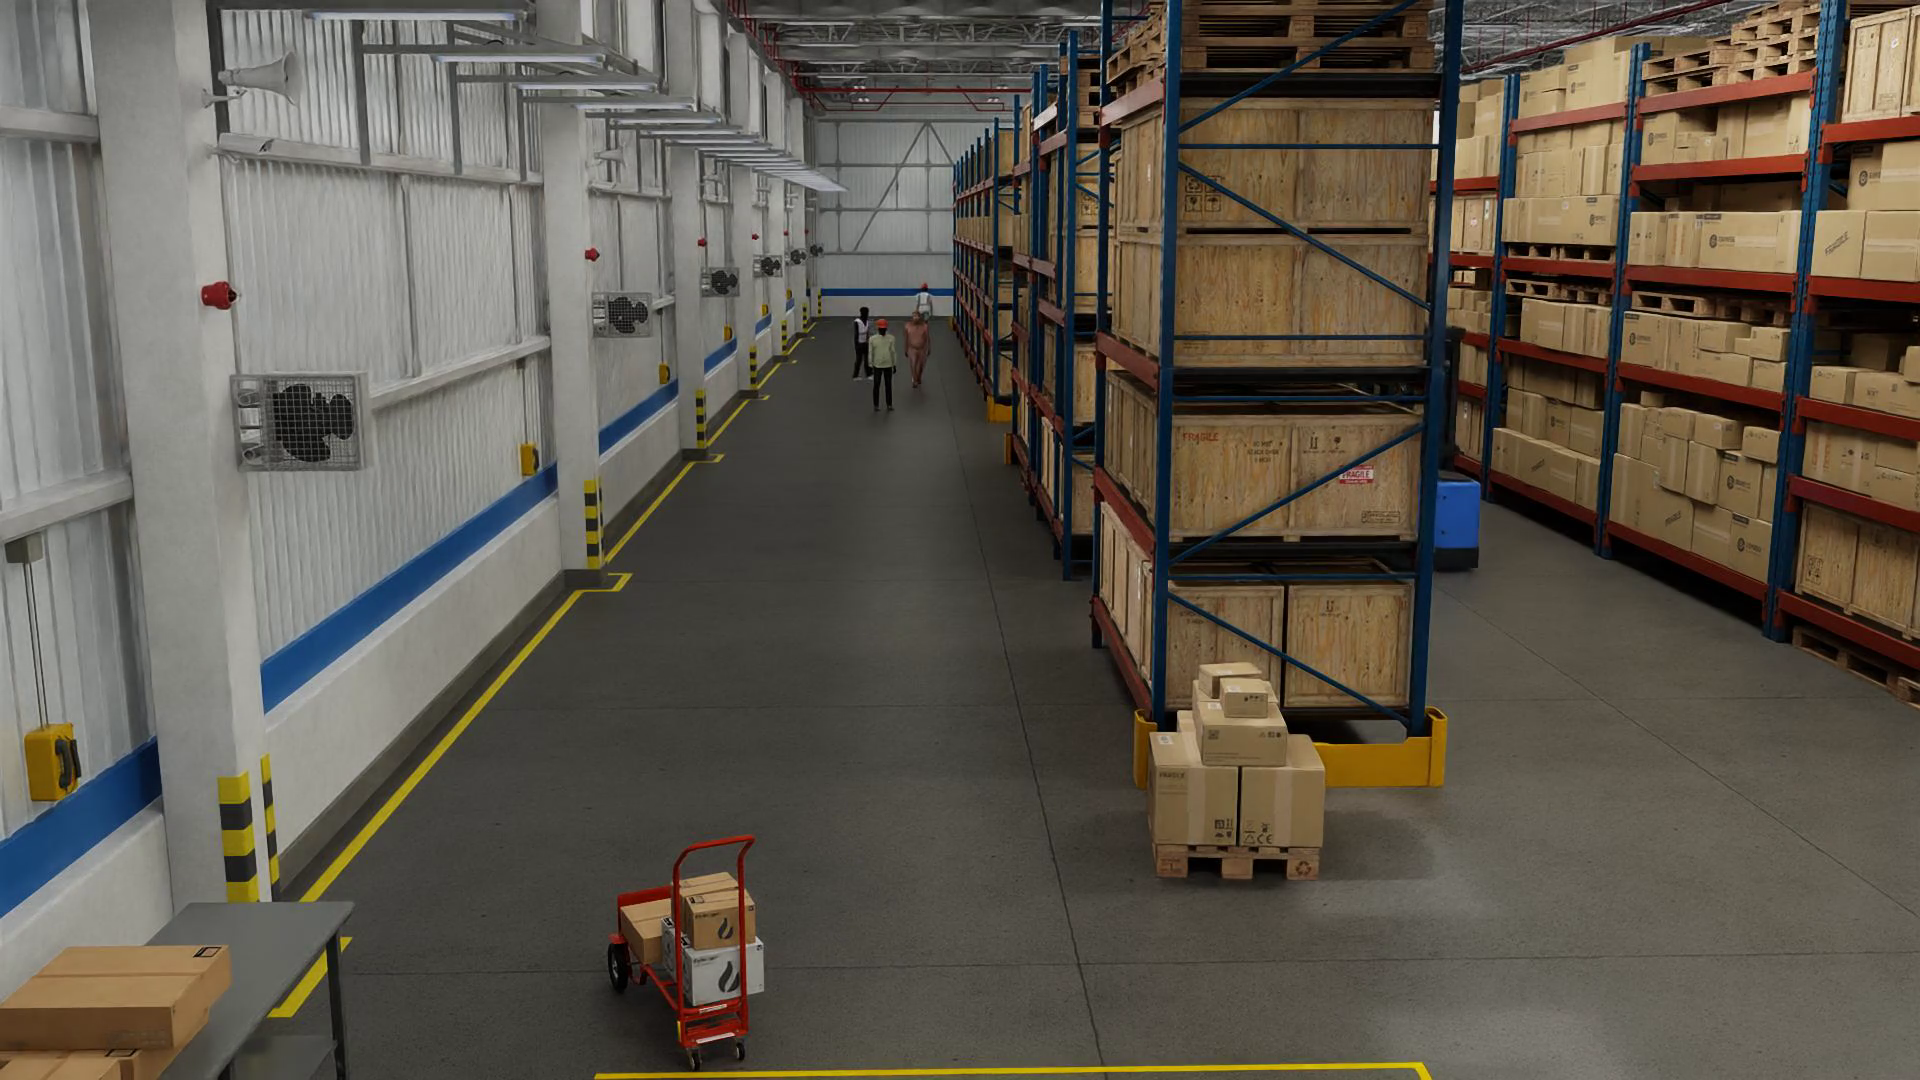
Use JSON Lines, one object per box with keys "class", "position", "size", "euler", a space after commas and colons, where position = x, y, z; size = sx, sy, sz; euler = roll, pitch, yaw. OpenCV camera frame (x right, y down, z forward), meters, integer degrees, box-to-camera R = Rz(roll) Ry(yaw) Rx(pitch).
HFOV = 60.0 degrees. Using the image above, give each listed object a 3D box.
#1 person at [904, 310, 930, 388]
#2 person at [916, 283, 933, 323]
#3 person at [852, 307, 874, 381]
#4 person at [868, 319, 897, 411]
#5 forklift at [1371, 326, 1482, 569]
{"class": "person", "position": [-1.063, -4.673, 40.721], "size": [0.664, 1.895, 0.492], "euler": [-2, 11, -11]}
{"class": "person", "position": [-1.242, -8.025, 58.186], "size": [0.563, 1.878, 1.031], "euler": [1, 11, 5]}
{"class": "person", "position": [-2.490, -5.005, 42.469], "size": [0.557, 1.896, 0.642], "euler": [5, 12, 24]}
{"class": "person", "position": [-1.662, -3.756, 35.730], "size": [0.614, 1.988, 0.405], "euler": [-3, 11, -16]}
{"class": "forklift", "position": [5.473, -1.161, 19.889], "size": [1.129, 2.768, 1.873], "euler": [0, 11, -2]}
